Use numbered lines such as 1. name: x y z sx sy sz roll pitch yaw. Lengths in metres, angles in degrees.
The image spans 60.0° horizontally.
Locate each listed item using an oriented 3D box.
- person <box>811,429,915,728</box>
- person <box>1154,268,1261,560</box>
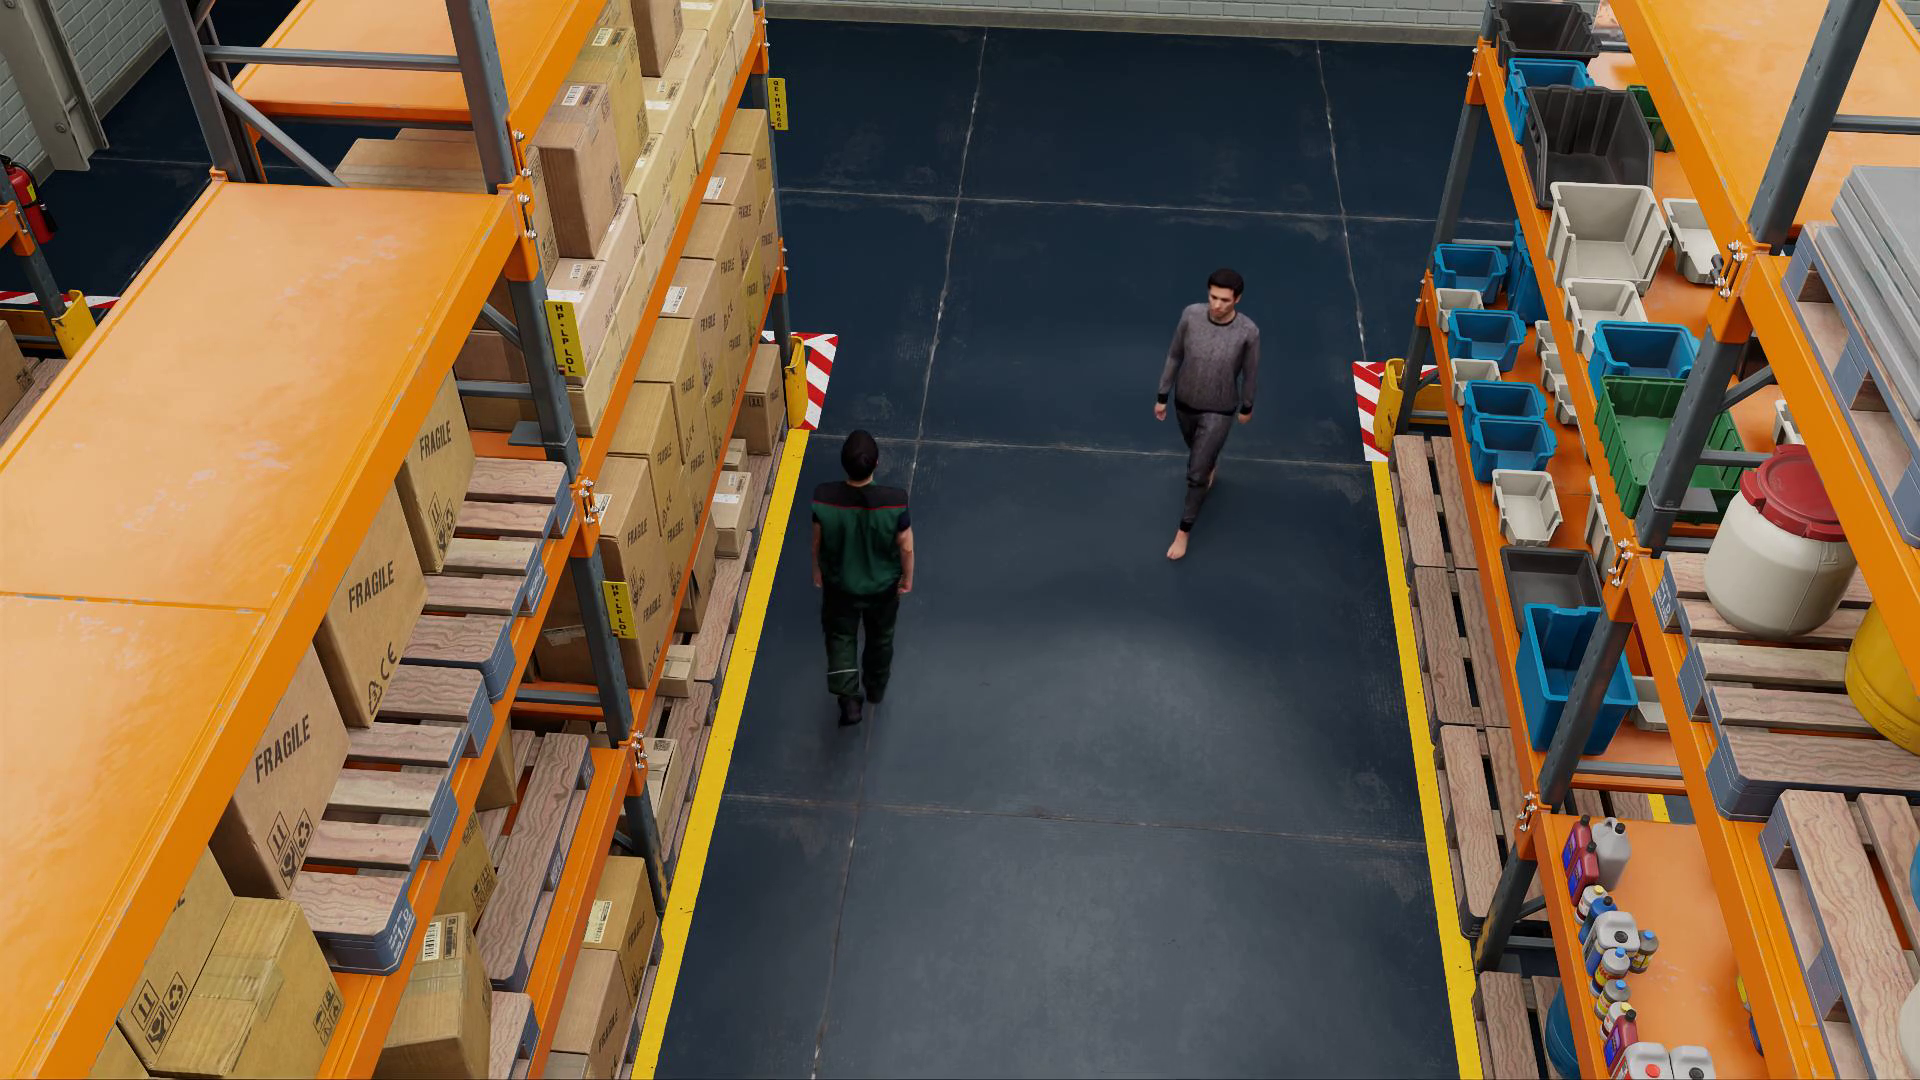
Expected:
1. person: -0.514 0.262 8.549 0.749 1.883 0.972 -1 43 -1
2. person: 1.477 -0.855 9.800 1.011 1.810 1.251 22 47 22
